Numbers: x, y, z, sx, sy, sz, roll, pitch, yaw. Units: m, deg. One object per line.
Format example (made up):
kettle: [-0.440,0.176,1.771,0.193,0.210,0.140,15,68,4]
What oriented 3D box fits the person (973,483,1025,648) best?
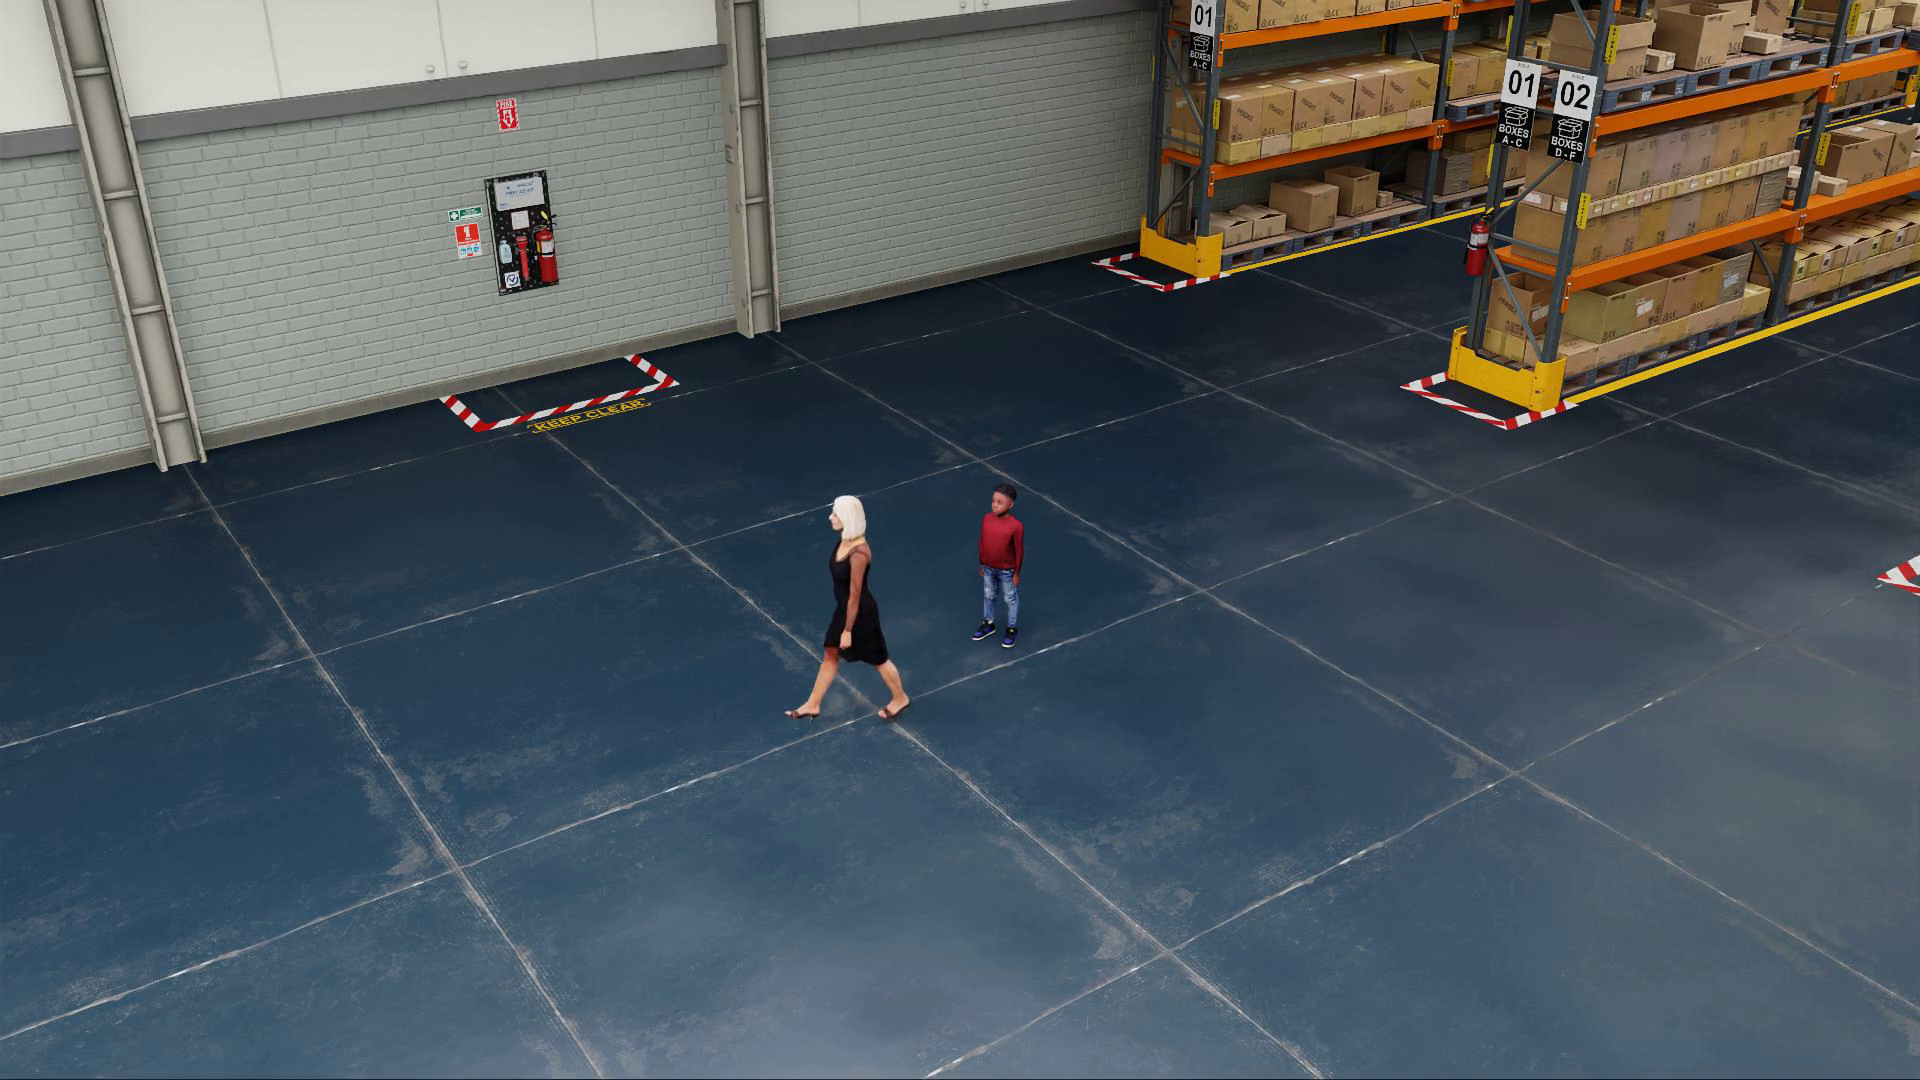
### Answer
person: [0.298,0.164,12.105,0.577,1.256,0.601,14,31,26]

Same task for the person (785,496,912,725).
person: [-0.599,0.510,10.961,1.164,1.689,0.871,-7,28,-14]
